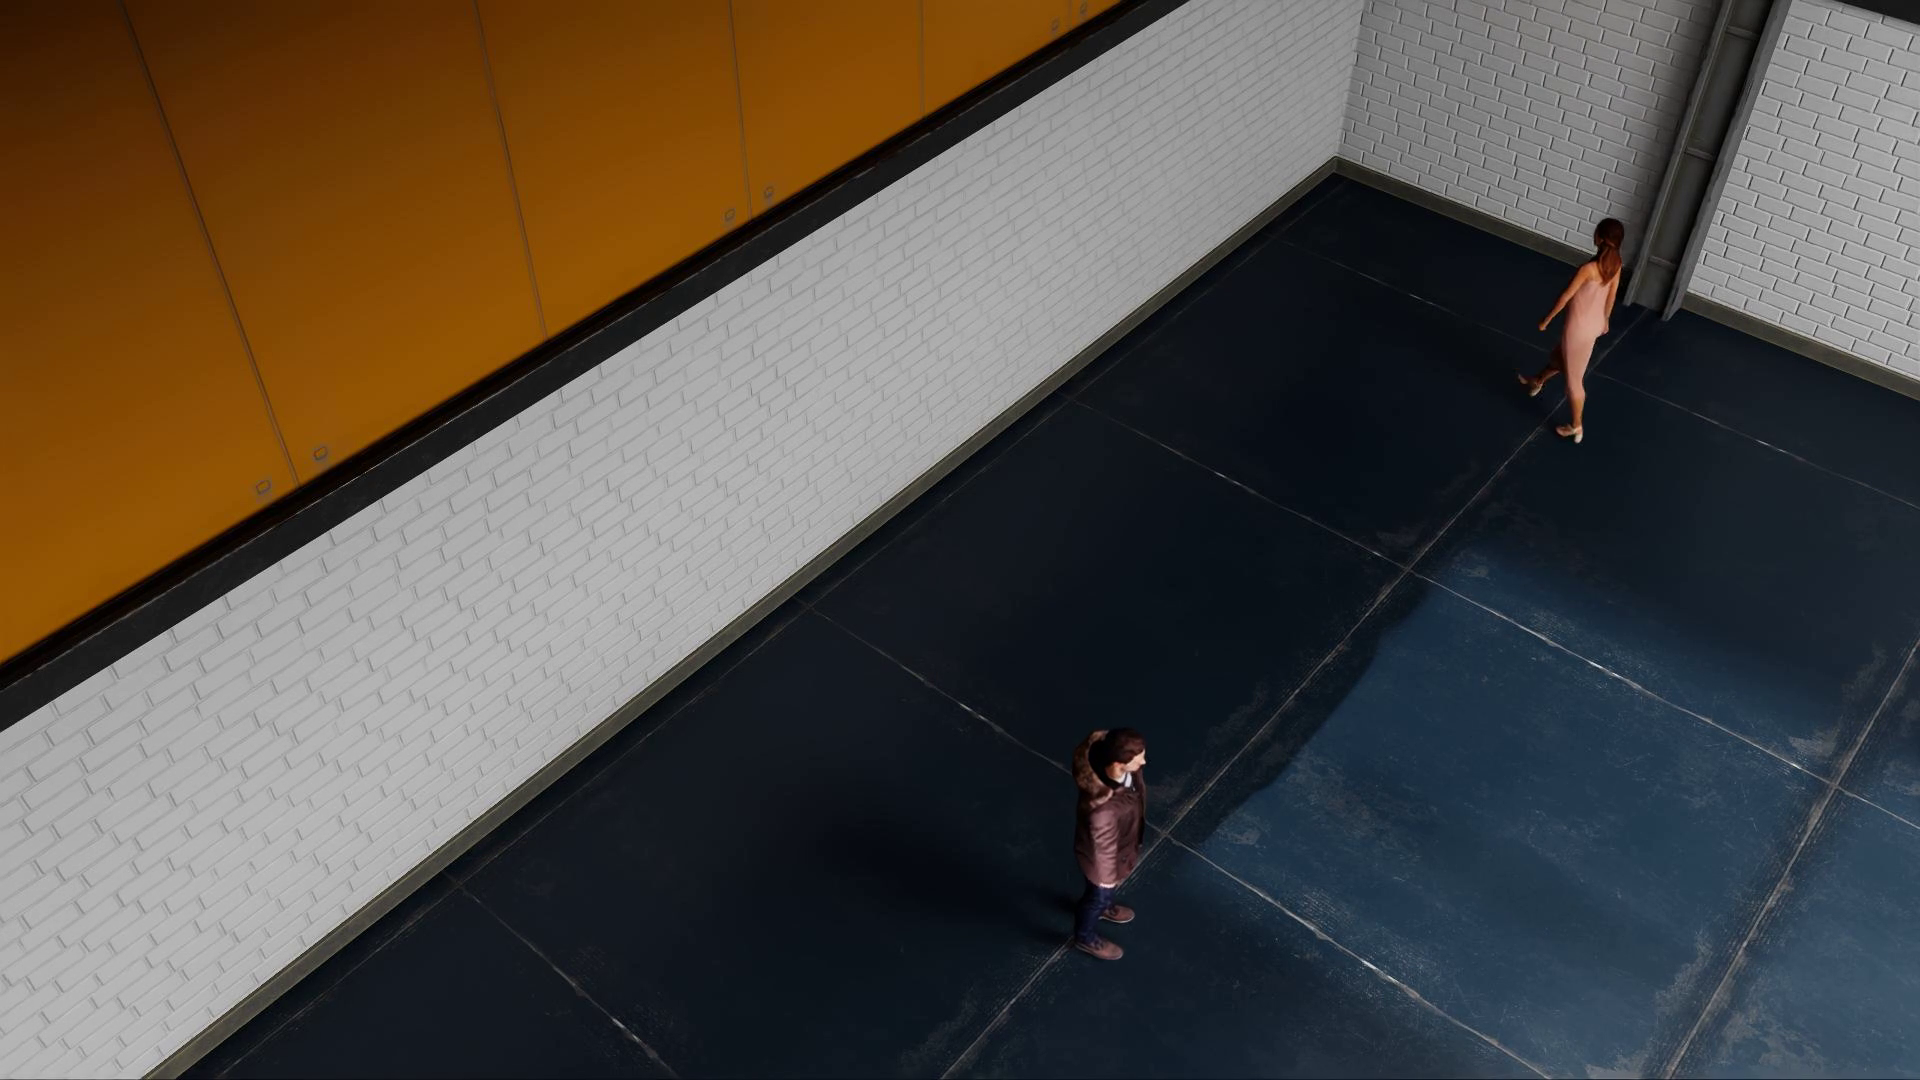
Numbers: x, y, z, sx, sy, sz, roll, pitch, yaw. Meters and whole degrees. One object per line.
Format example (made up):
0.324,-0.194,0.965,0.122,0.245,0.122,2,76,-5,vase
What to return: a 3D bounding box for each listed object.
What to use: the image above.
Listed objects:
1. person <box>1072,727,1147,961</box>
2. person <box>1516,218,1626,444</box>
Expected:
0.783,1.613,8.988,0.848,1.841,0.856,9,44,9,person
4.658,-1.491,12.280,0.794,1.795,1.086,-26,49,-25,person
